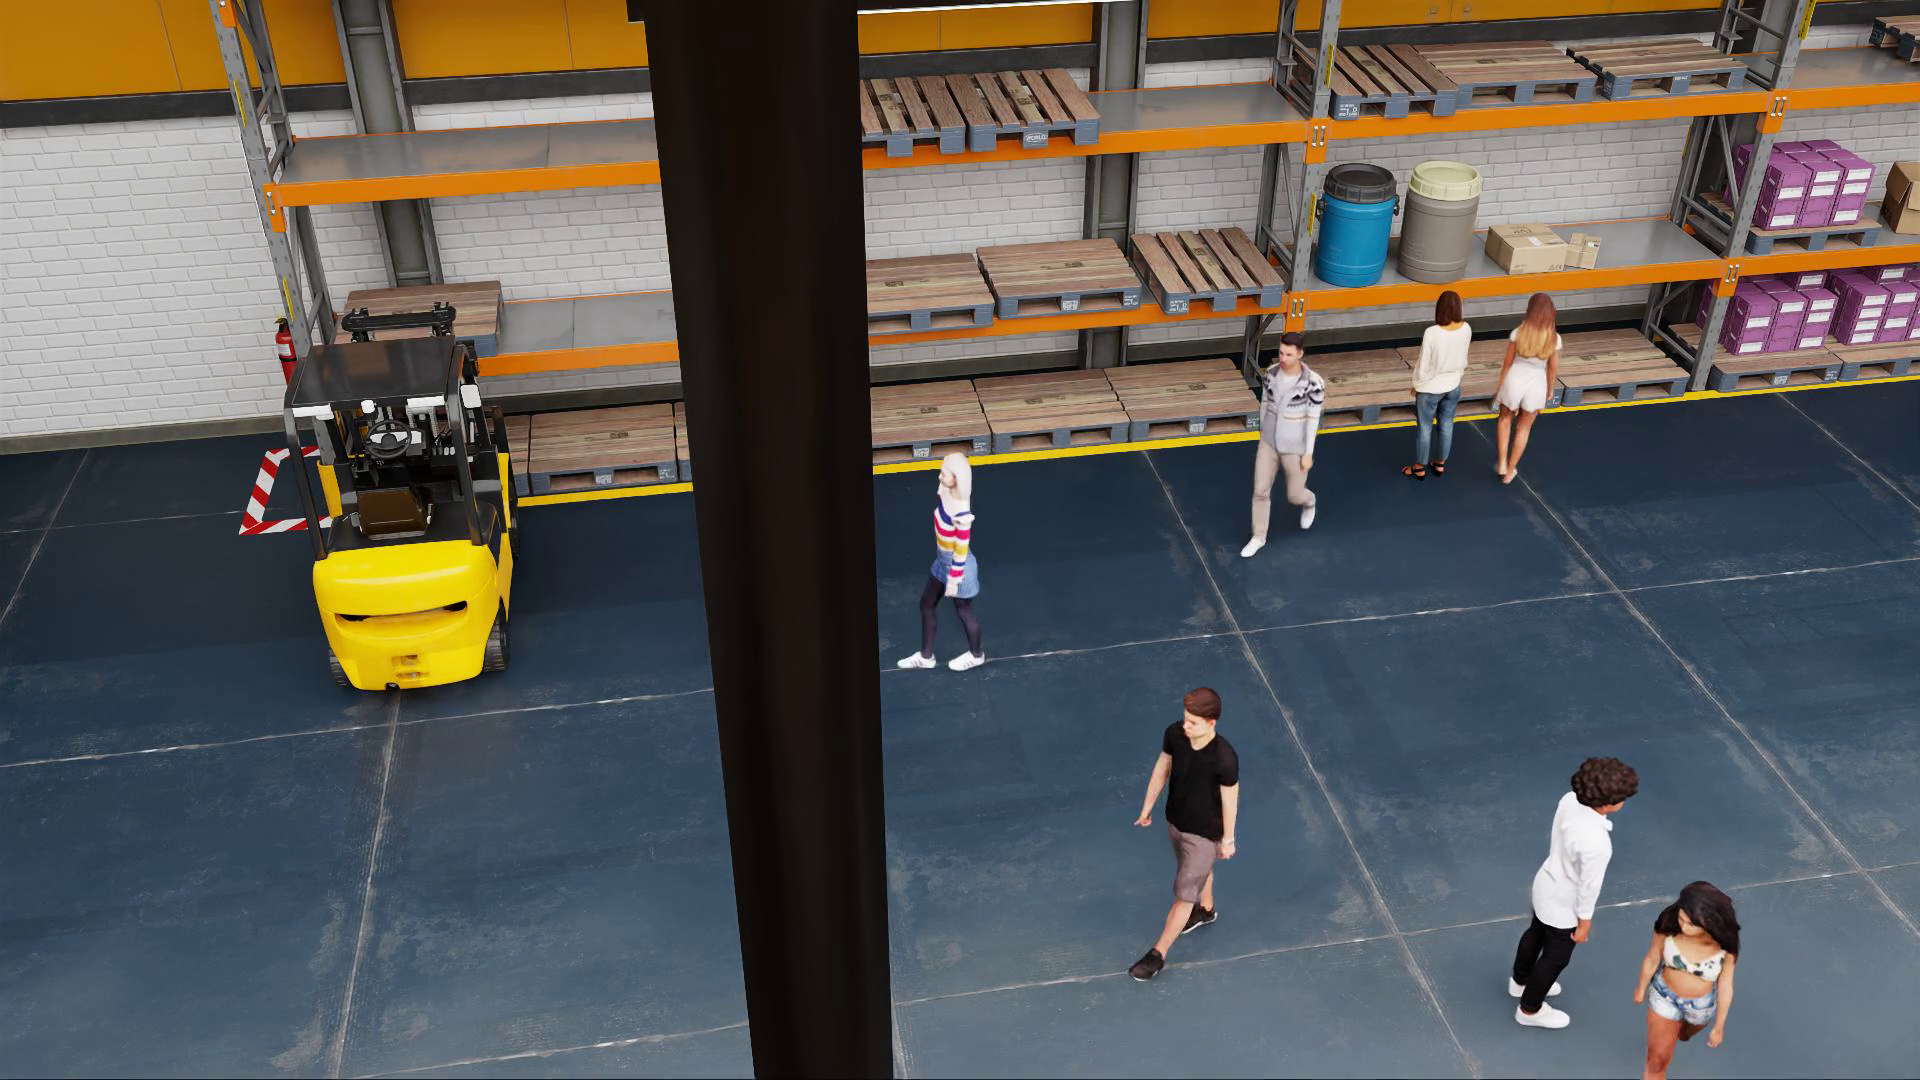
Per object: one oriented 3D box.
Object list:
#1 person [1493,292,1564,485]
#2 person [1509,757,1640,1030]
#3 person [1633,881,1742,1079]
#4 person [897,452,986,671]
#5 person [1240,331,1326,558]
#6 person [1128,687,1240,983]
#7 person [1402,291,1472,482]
[{"bbox_3d":[4.556,-1.178,13.473,0.670,1.681,0.754,14,36,20],"label":"person"},{"bbox_3d":[3.196,1.855,8.797,0.612,1.806,0.655,0,34,0],"label":"person"},{"bbox_3d":[3.637,2.290,8.361,1.058,1.565,1.017,13,36,18],"label":"person"},{"bbox_3d":[0.045,0.167,11.353,0.906,1.788,0.758,-12,35,-17],"label":"person"},{"bbox_3d":[2.531,-0.760,12.709,1.063,1.830,1.134,23,40,31],"label":"person"},{"bbox_3d":[1.381,1.536,9.253,1.172,1.833,0.978,-23,40,-30],"label":"person"},{"bbox_3d":[3.913,-1.254,13.588,0.510,1.680,0.689,-9,35,-14],"label":"person"}]
